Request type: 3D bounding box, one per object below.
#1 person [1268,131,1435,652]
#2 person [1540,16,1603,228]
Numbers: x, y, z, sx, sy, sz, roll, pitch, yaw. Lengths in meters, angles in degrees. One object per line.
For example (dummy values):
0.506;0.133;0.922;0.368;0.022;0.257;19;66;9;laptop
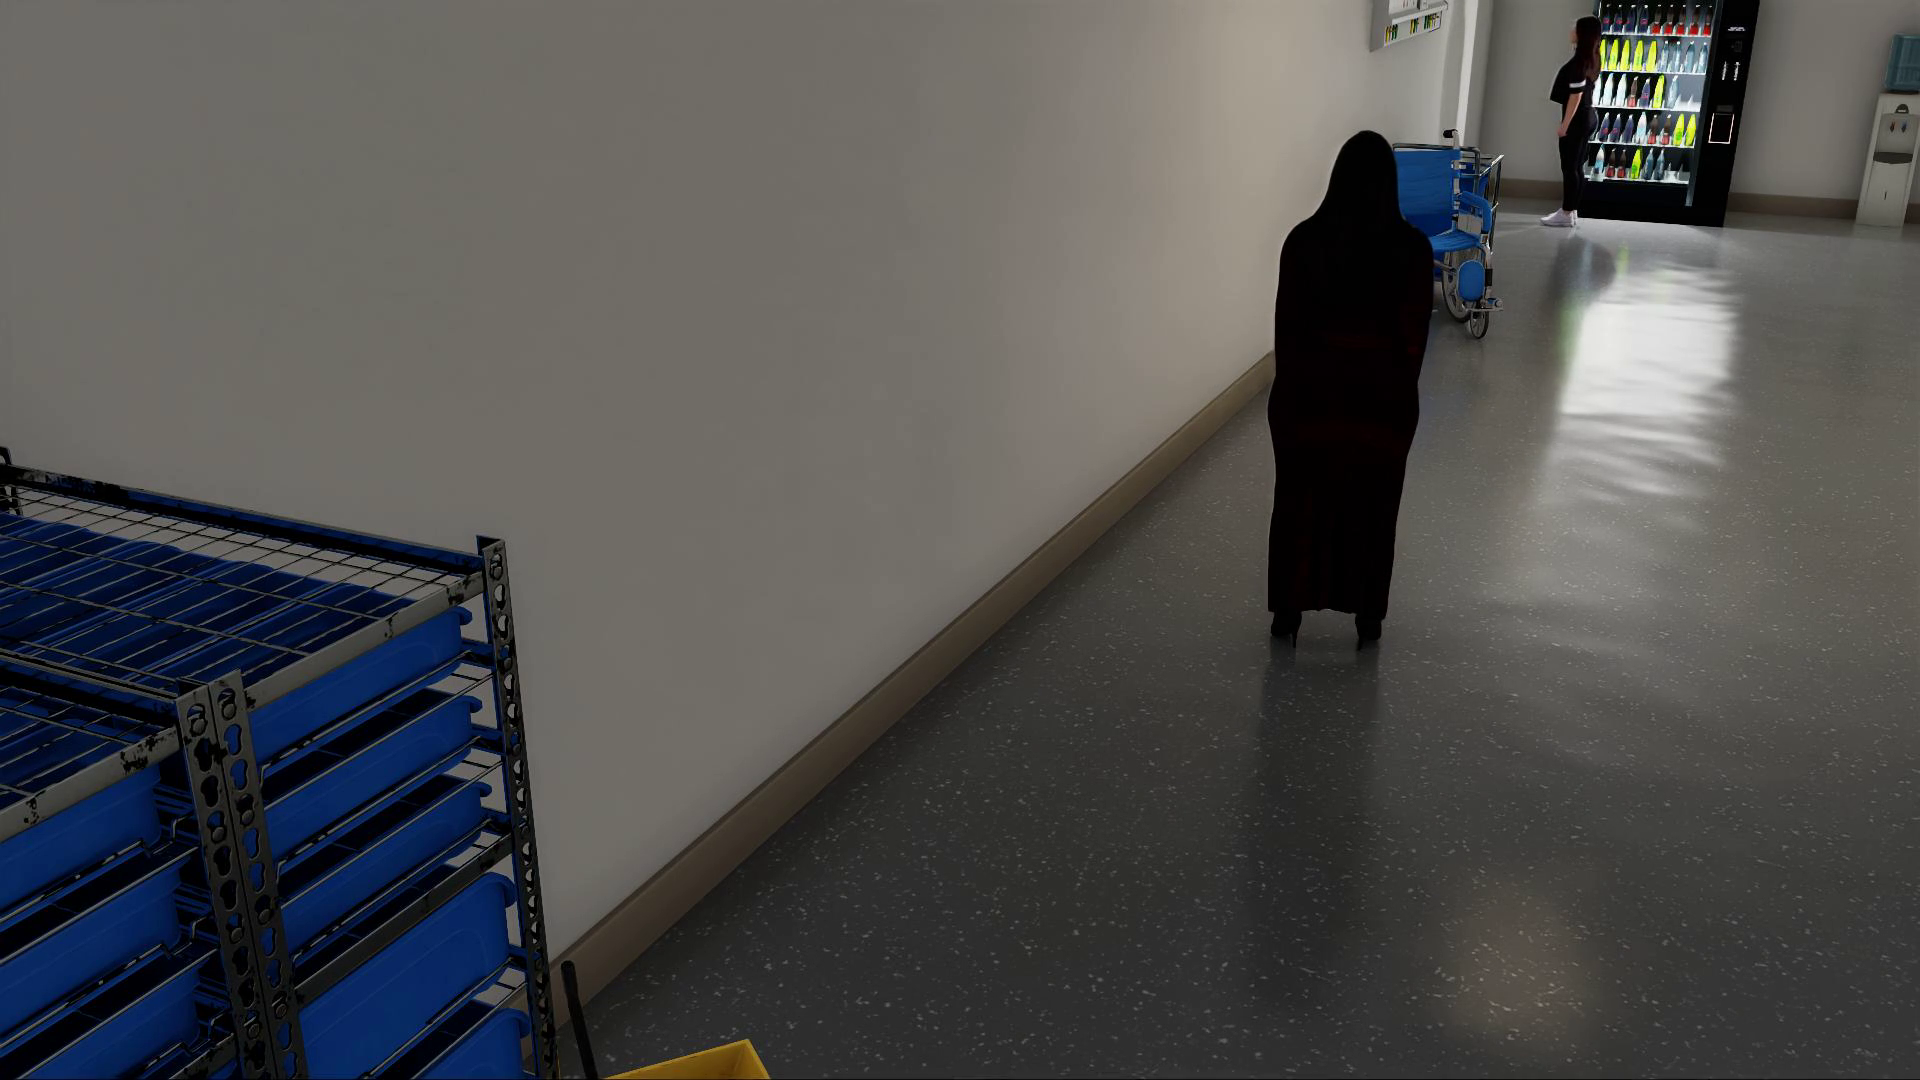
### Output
1.290;-0.470;5.560;0.639;1.758;0.789;3;21;7;person
4.947;-3.354;13.346;0.636;1.637;0.646;14;25;33;person
